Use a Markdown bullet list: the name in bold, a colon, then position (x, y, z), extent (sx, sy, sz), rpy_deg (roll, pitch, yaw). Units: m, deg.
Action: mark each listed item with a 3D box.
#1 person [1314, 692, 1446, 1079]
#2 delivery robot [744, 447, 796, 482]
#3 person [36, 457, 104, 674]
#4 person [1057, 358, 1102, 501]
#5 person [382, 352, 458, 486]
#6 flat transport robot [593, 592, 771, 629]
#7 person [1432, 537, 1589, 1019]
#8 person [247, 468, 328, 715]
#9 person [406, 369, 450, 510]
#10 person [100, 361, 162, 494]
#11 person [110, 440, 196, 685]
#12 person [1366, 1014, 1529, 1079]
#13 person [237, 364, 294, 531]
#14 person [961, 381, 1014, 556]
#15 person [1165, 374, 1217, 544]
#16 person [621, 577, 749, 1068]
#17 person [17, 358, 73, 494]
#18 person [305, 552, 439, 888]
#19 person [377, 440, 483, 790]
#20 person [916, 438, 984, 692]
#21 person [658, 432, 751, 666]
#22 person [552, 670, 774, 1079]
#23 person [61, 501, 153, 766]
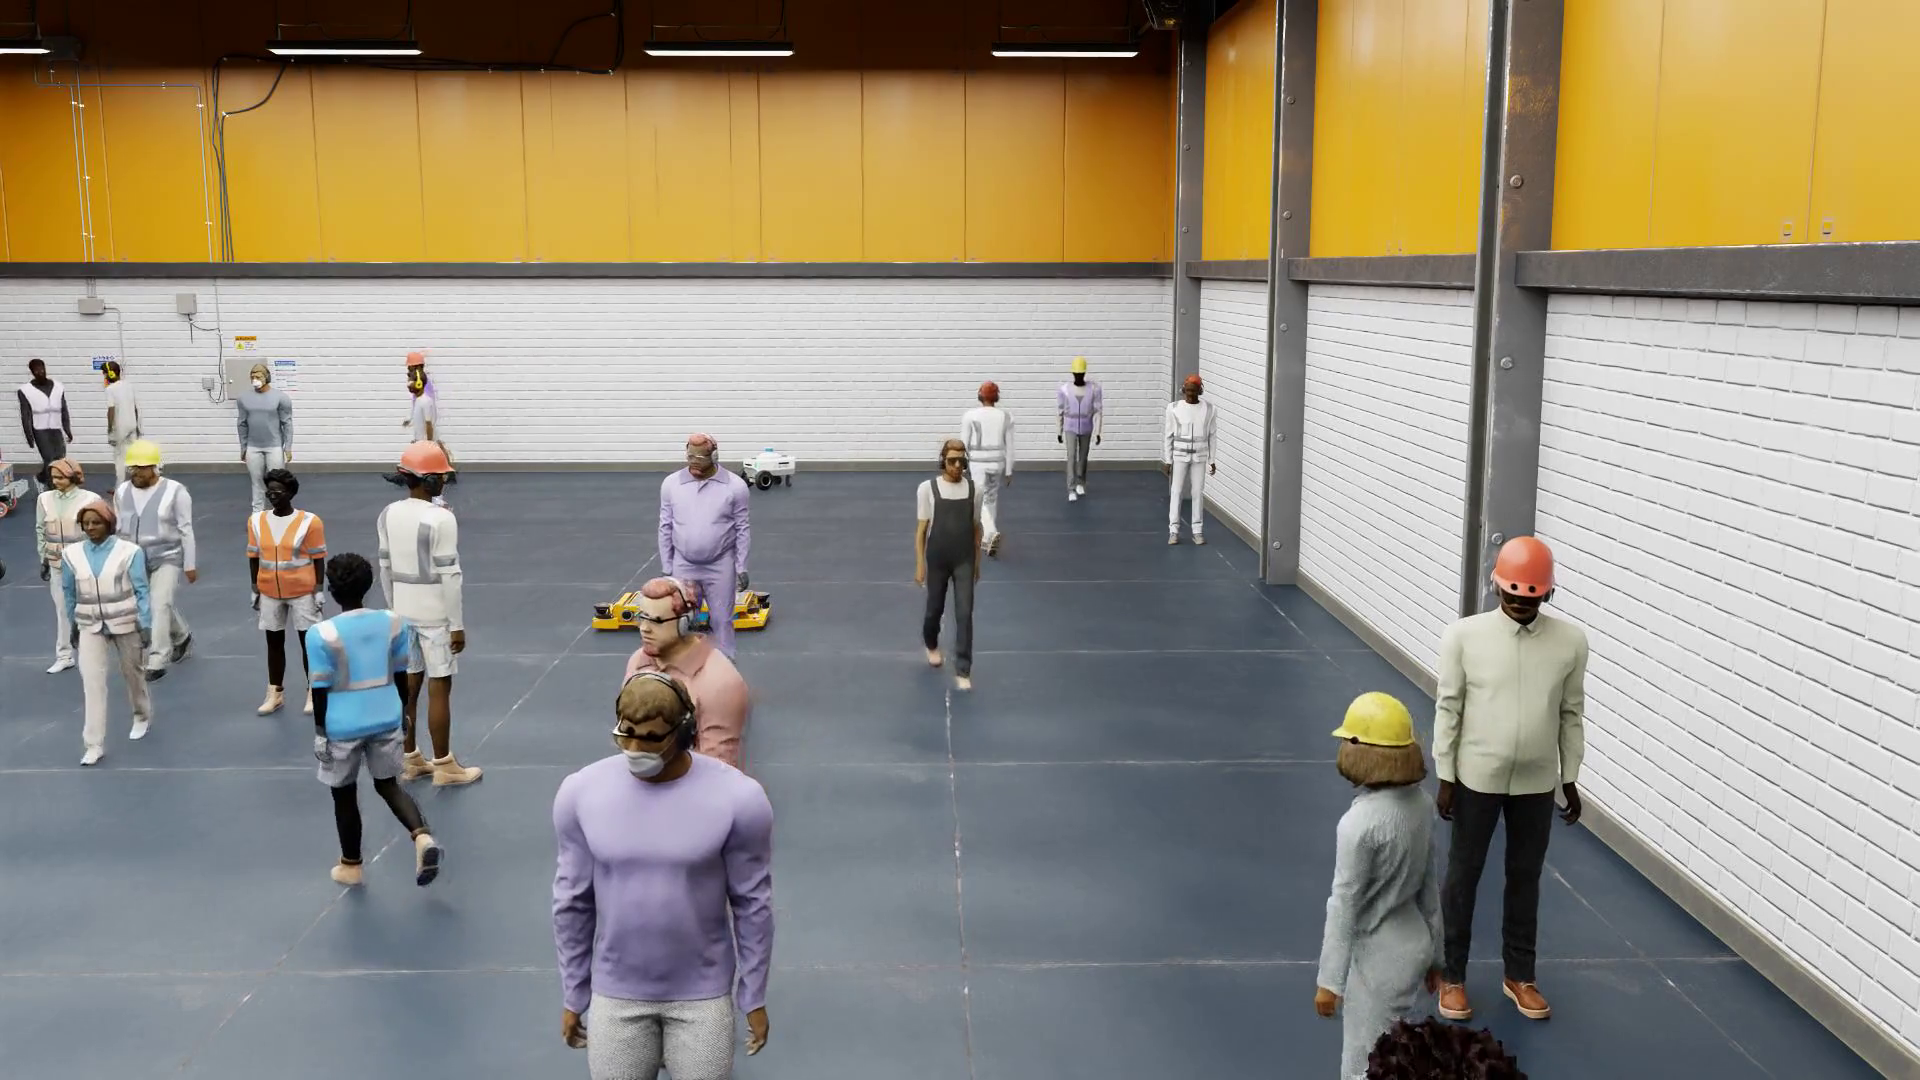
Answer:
- **person**: position (1.393, 1.334, 5.222), extent (0.715, 1.715, 0.492), rpy_deg (8, 12, 39)
- **delivery robot**: position (-2.636, -1.041, 23.062), extent (0.707, 0.478, 0.477), rpy_deg (-8, 12, -39)
- **person**: position (-6.649, 0.190, 12.489), extent (0.515, 1.639, 0.314), rpy_deg (0, 9, 1)
- **person**: position (1.582, -1.489, 22.111), extent (0.590, 1.882, 0.983), rpy_deg (0, 9, 1)
- **person**: position (-7.567, -1.688, 23.282), extent (1.023, 1.868, 0.544), rpy_deg (-3, 10, -18)
- **flat transport robot**: position (-2.364, 0.590, 14.218), extent (1.431, 0.197, 0.652), rpy_deg (0, 9, -1)
- **person**: position (2.218, 0.959, 6.716), extent (0.612, 1.984, 0.401), rpy_deg (0, 9, 1)
- **person**: position (-4.570, 0.352, 11.313), extent (0.534, 1.697, 0.322), rpy_deg (0, 9, 1)
- **person**: position (-6.394, -1.097, 19.743), extent (0.389, 1.855, 0.523), rpy_deg (-4, 10, -21)
- **person**: position (-11.131, -1.491, 22.253), extent (0.836, 1.828, 0.565), rpy_deg (3, 10, 16)
- **person**: position (-6.002, 0.124, 12.453), extent (0.593, 1.789, 0.908), rpy_deg (1, 9, 6)
- **person**: position (0.713, 1.666, 2.502), extent (0.610, 1.951, 0.422), rpy_deg (-6, 11, -33)
- **person**: position (-8.049, -1.069, 19.290), extent (0.629, 1.940, 0.379), rpy_deg (0, 9, 1)
- **person**: position (0.310, -0.758, 17.649), extent (0.582, 1.860, 0.817), rpy_deg (-4, 10, -21)
- **person**: position (2.542, -0.888, 18.341), extent (0.575, 1.886, 0.362), rpy_deg (0, 9, 1)
- **person**: position (-1.085, 1.068, 6.338), extent (0.649, 1.888, 0.426), rpy_deg (7, 12, 36)
- **person**: position (-11.875, -1.415, 21.552), extent (0.626, 1.891, 0.628), rpy_deg (5, 11, 29)
- **person**: position (-2.842, 0.896, 8.023), extent (0.635, 1.683, 0.540), rpy_deg (8, 12, 40)
- **person**: position (-3.112, 0.435, 9.749), extent (0.609, 2.043, 0.397), rpy_deg (6, 11, 32)
- **person**: position (-0.086, 0.147, 12.211), extent (0.518, 1.821, 0.852), rpy_deg (-2, 9, -12)
- **person**: position (-1.797, 0.192, 11.686), extent (0.642, 1.901, 0.401), rpy_deg (0, 9, 1)
- **person**: position (-0.846, 1.302, 4.775), extent (0.629, 1.933, 0.379), rpy_deg (0, 9, 1)
- **person**: position (-5.343, 0.543, 10.458), extent (0.529, 1.595, 0.847), rpy_deg (-2, 9, -10)
